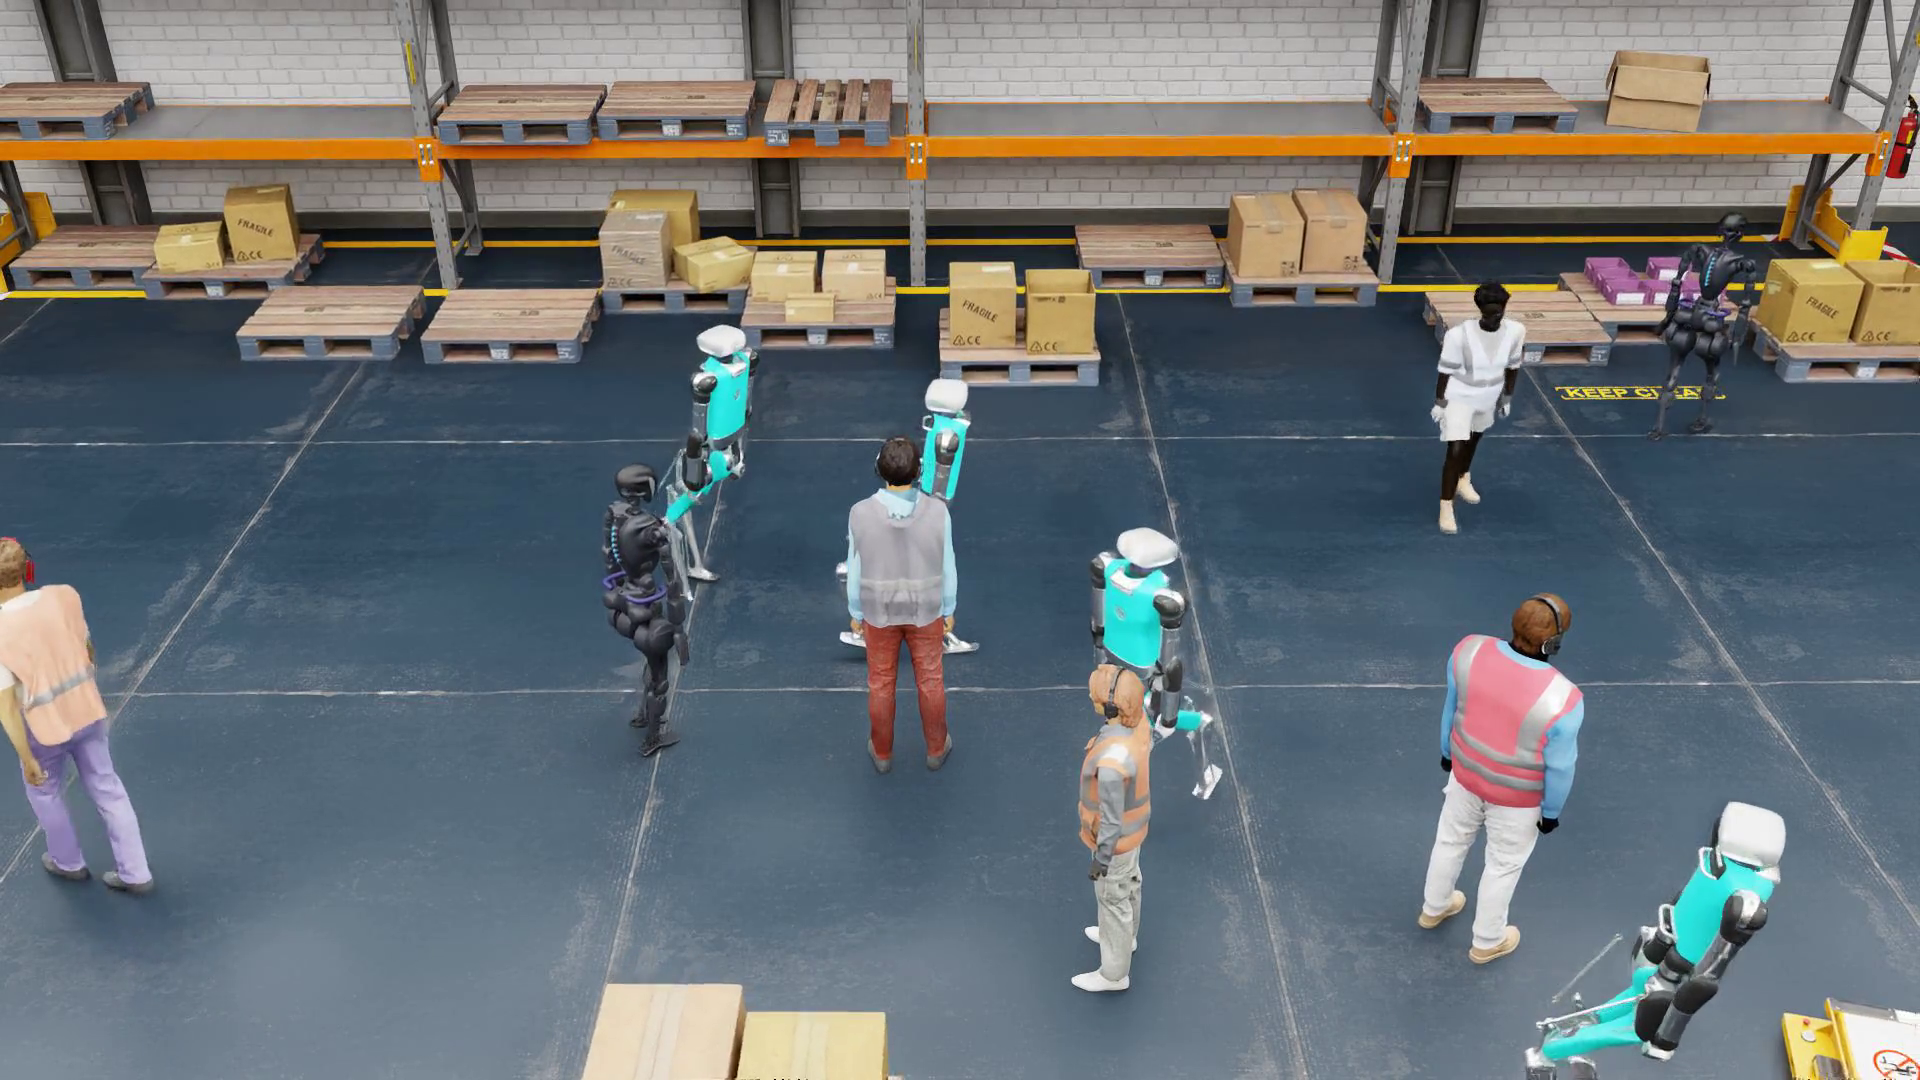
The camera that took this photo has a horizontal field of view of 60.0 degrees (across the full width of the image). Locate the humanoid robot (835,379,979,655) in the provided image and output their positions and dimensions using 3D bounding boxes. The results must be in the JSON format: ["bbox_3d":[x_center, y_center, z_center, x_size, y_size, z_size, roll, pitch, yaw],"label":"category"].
[{"bbox_3d":[-0.387,-0.059,9.142,0.998,1.764,0.530,1,31,1],"label":"humanoid robot"}]

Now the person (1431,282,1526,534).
[{"bbox_3d":[3.257,-0.866,10.509,0.547,1.645,0.704,-7,32,-12],"label":"person"}]

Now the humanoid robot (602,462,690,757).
[{"bbox_3d":[-1.601,0.351,8.457,0.616,1.640,0.355,25,39,36],"label":"humanoid robot"}]

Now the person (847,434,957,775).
[{"bbox_3d":[-0.285,0.356,8.255,0.539,1.878,0.411,-1,31,-2],"label":"person"}]

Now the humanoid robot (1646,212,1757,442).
[{"bbox_3d":[5.141,-1.481,11.523,0.579,1.640,0.608,-26,40,-36],"label":"humanoid robot"}]

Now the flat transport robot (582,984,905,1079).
[{"bbox_3d":[-0.807,2.591,6.097,0.659,0.231,1.431,0,31,0],"label":"flat transport robot"}]

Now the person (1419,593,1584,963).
[{"bbox_3d":[2.346,1.022,7.199,0.431,1.836,0.629,-24,38,-34],"label":"person"}]

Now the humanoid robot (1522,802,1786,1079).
[{"bbox_3d":[2.460,1.675,6.228,0.814,1.792,0.540,10,32,16],"label":"humanoid robot"}]

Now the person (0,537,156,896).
[{"bbox_3d":[-4.100,0.826,7.555,0.749,1.786,0.591,14,34,22],"label":"person"}]

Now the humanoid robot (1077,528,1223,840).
[{"bbox_3d":[1.032,0.643,7.953,0.944,1.793,0.549,-24,39,-34],"label":"humanoid robot"}]

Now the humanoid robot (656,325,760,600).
[{"bbox_3d":[-1.555,-0.452,9.778,0.785,1.805,0.547,17,35,25],"label":"humanoid robot"}]

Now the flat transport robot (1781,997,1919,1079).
[{"bbox_3d":[4.119,2.254,6.658,1.431,0.231,0.659,8,32,13],"label":"flat transport robot"}]

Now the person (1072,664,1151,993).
[{"bbox_3d":[0.650,1.224,7.040,0.309,1.638,0.521,9,32,14],"label":"person"}]
